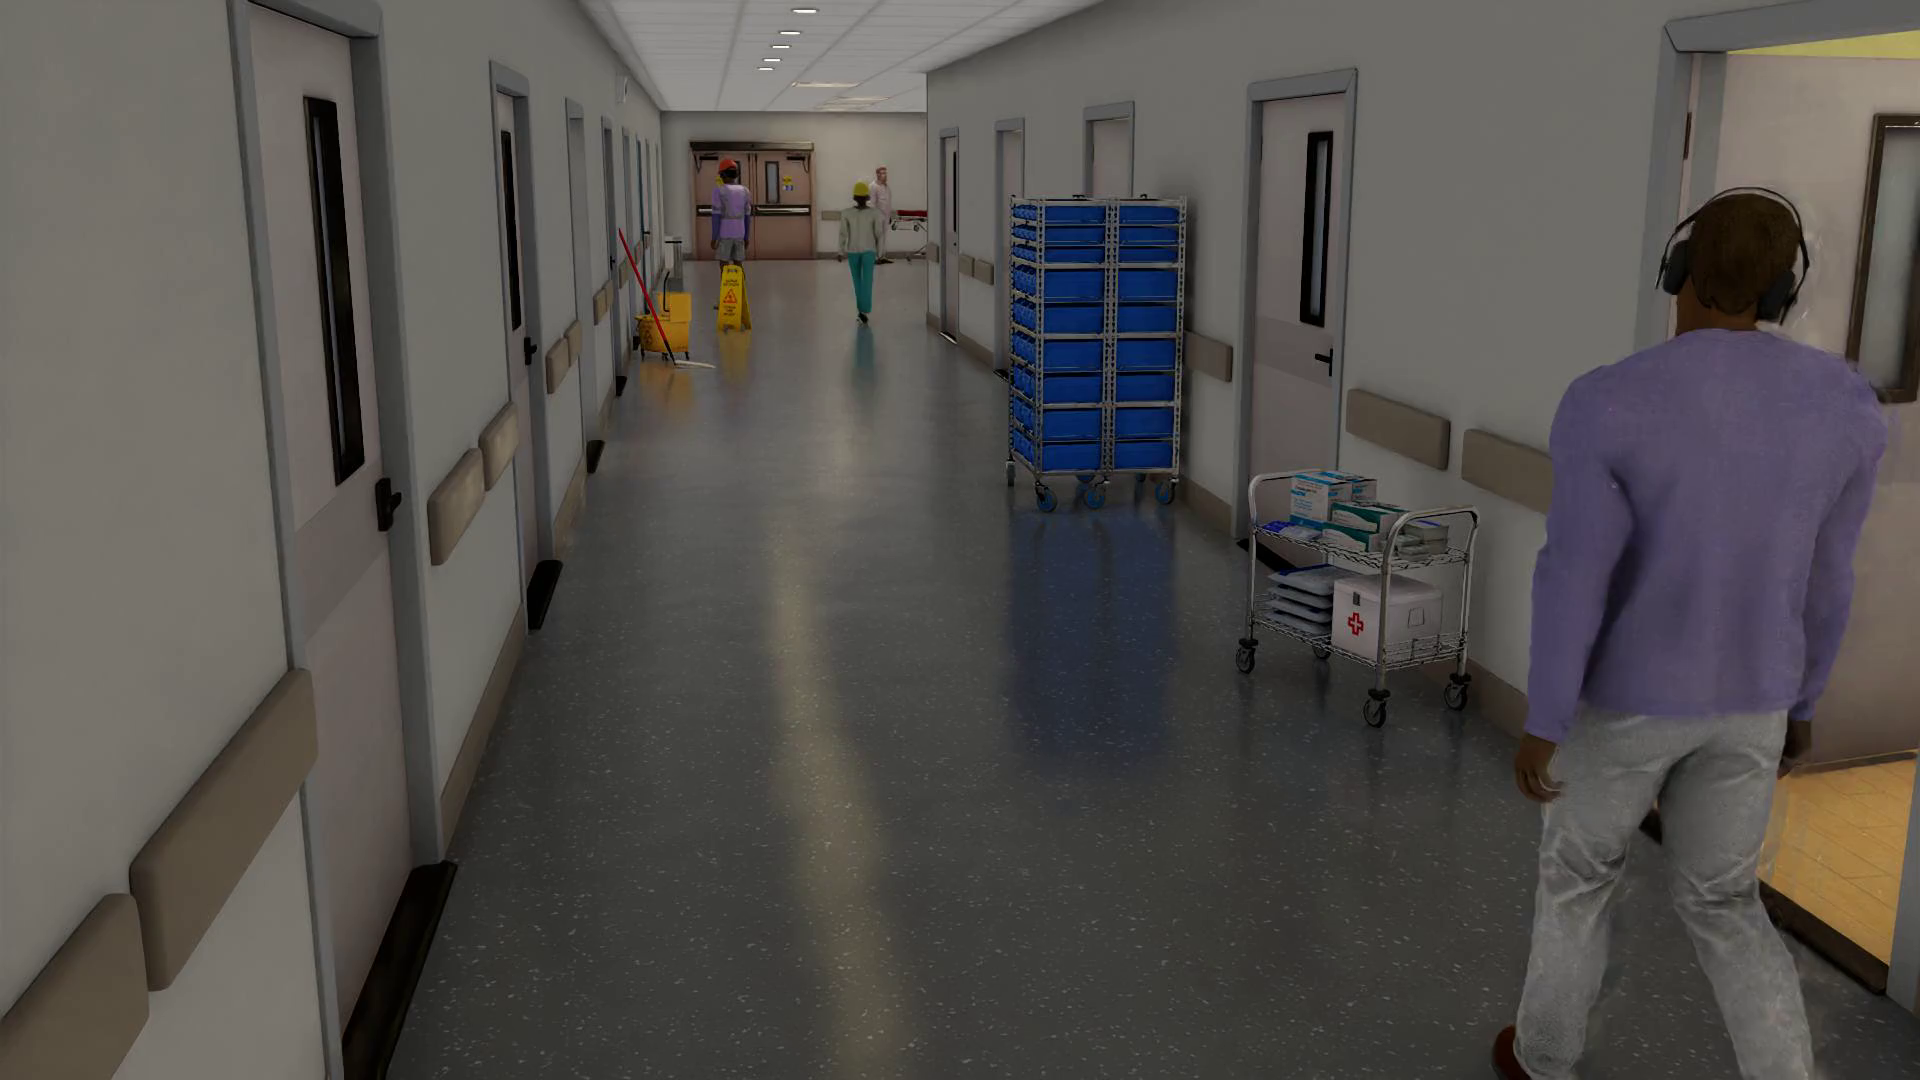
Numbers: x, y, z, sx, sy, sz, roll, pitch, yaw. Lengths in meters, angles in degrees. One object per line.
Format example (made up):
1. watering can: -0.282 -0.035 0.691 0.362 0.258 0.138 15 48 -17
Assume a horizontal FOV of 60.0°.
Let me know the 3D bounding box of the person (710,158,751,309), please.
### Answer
1. person: -3.130 -4.149 22.611 0.612 2.031 0.407 -12 17 -43

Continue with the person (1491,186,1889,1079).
1. person: 1.370 0.317 3.064 0.639 1.908 0.852 -1 13 -6

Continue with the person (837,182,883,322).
1. person: -1.251 -3.572 20.728 0.535 1.727 0.862 3 13 11

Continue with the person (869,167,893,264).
1. person: -1.556 -6.453 33.107 0.399 1.909 0.642 7 15 30
